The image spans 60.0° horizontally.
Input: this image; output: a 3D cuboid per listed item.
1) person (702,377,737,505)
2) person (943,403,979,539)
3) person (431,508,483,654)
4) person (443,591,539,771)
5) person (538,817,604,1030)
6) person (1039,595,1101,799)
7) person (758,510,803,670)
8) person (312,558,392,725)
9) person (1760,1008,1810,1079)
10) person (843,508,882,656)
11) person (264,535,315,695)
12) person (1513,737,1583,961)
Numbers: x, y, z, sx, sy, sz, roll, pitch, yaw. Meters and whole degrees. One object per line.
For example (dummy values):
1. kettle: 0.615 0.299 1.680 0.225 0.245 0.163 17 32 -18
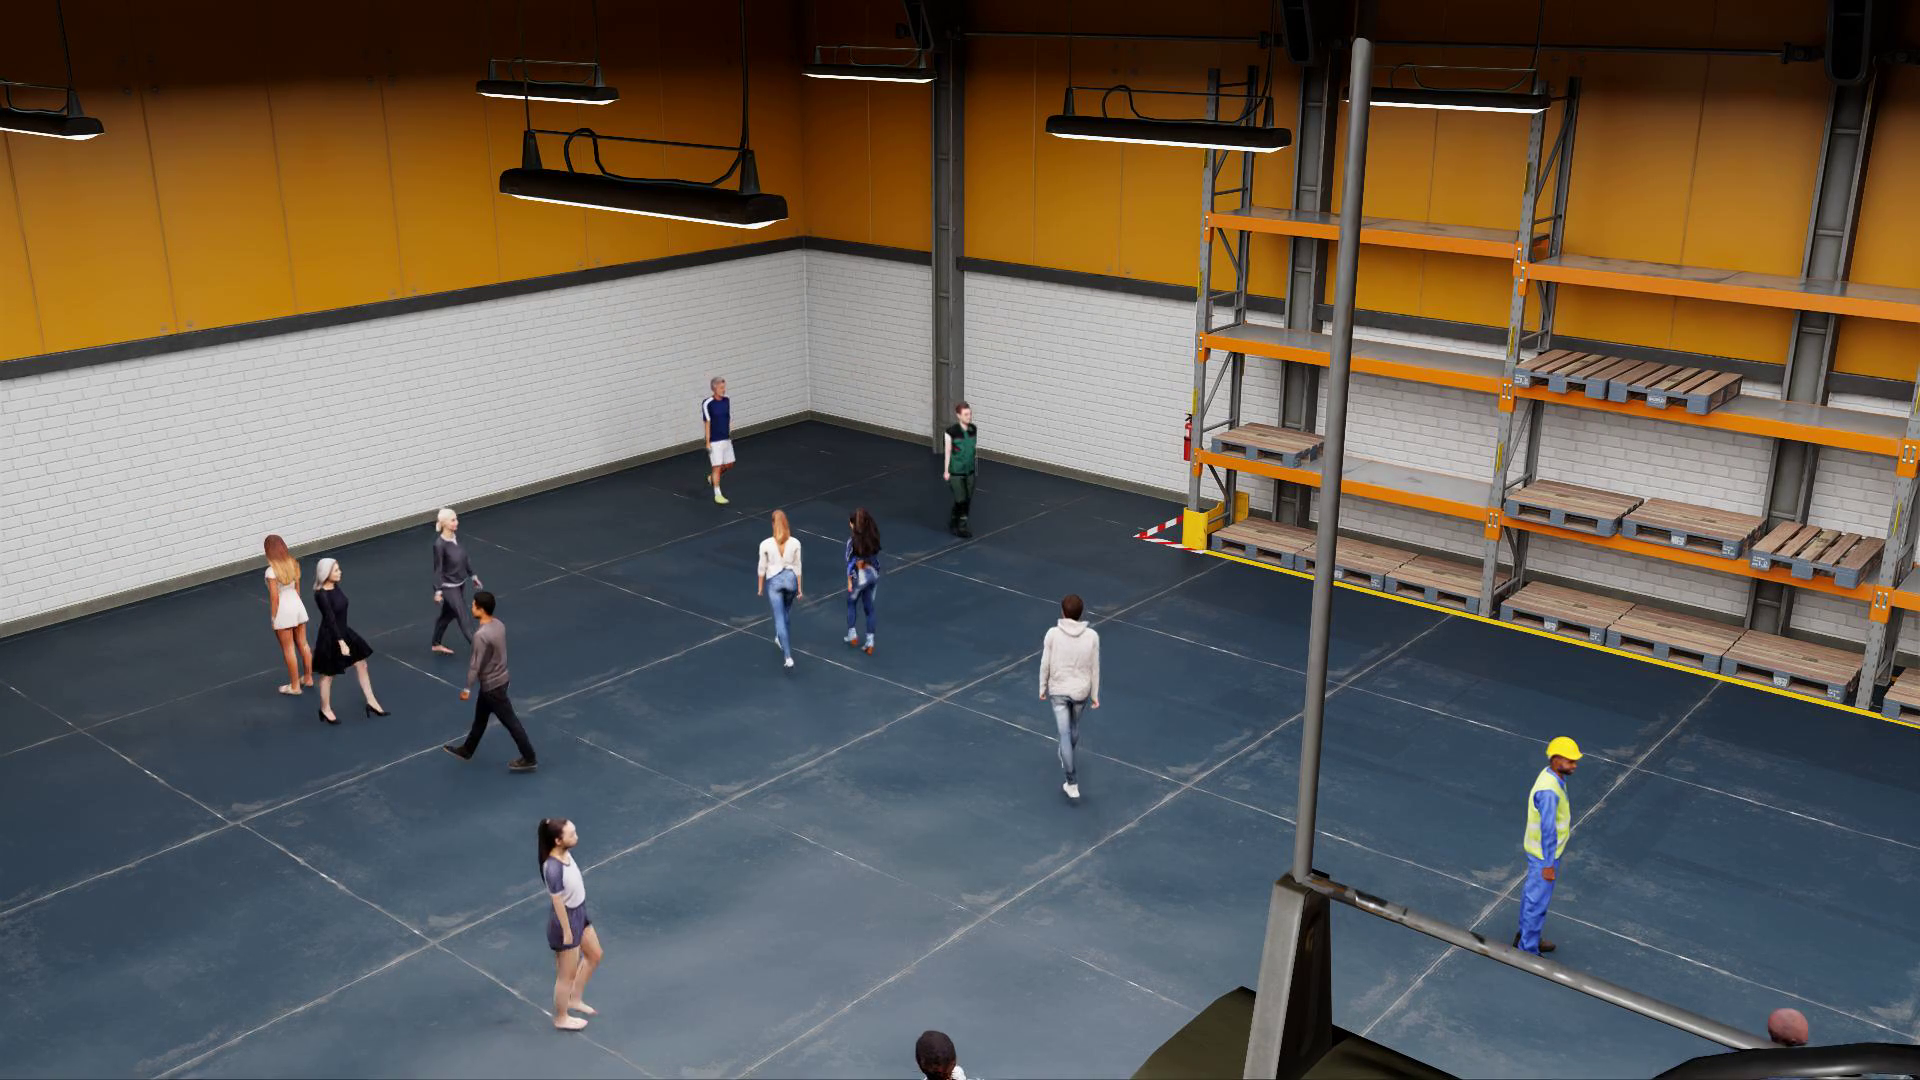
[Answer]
1. person: -3.448 -1.415 23.258 0.776 1.823 0.615 15 24 38
2. person: -0.025 -0.914 21.758 0.735 1.831 0.756 -12 22 -33
3. person: -5.530 0.478 17.853 1.164 1.685 0.976 3 19 8
4. person: -4.180 1.340 15.235 1.093 1.721 1.188 12 22 31
5. person: -2.796 2.650 11.476 0.765 1.638 0.713 0 19 -1
6. person: 0.982 1.419 14.866 1.201 1.809 1.290 -2 19 -6
7. person: -1.871 0.553 17.642 1.039 1.678 1.247 -6 19 -17
8. person: -6.170 1.015 16.198 1.020 1.723 0.928 1 19 2
9. person: 4.302 3.358 9.111 0.854 1.806 0.781 -4 19 -13
10. person: -1.001 0.467 18.015 0.731 1.602 0.826 -14 23 -36
11. person: -6.885 0.747 17.038 0.646 1.696 0.632 8 20 22
12. person: 4.330 2.281 12.302 0.694 1.810 0.734 7 20 20
